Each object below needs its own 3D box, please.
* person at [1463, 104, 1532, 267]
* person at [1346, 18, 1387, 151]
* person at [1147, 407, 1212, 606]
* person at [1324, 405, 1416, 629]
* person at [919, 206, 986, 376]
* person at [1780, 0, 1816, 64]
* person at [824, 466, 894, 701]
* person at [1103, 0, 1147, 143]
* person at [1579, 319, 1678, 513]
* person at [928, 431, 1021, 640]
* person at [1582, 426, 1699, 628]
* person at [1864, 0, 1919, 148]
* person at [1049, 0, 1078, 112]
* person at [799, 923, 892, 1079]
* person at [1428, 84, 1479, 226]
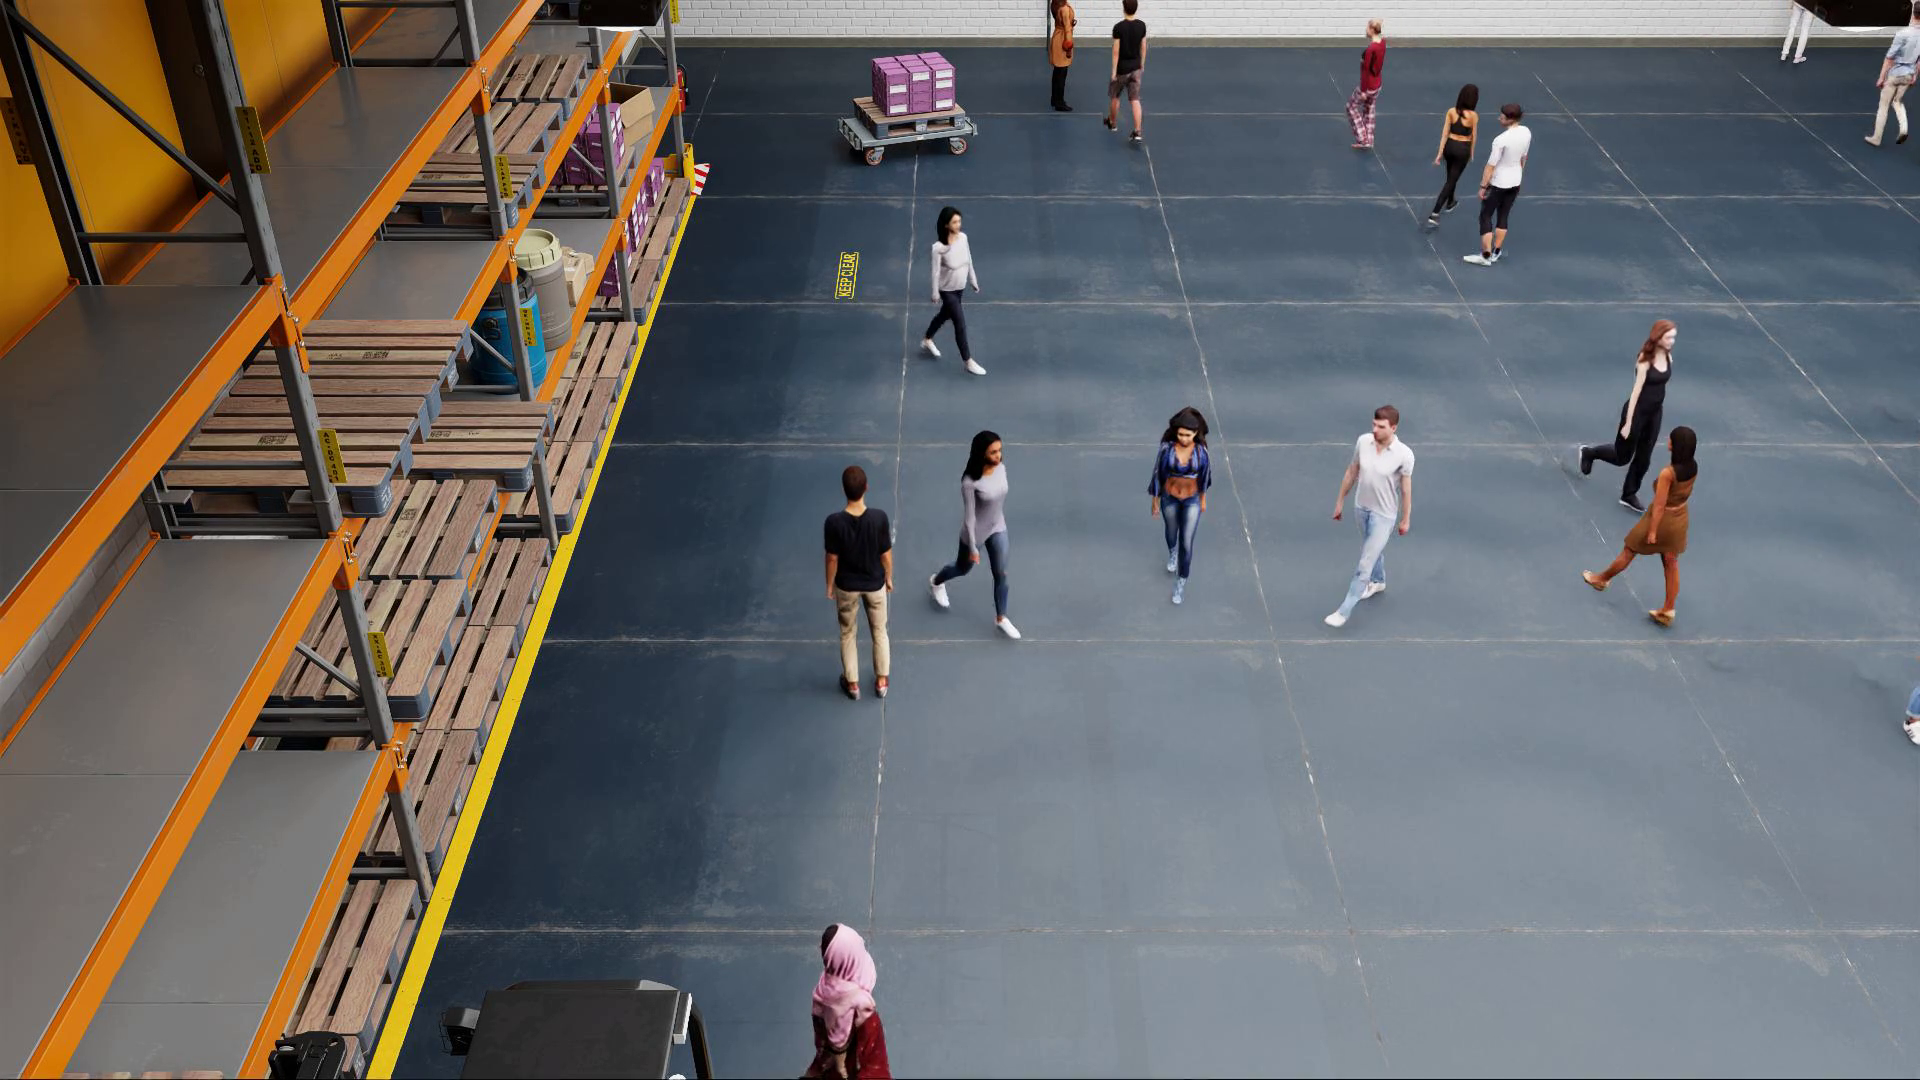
[{"bbox_3d":[6.005,-3.935,18.309,0.828,1.831,0.748,-5,34,-7],"label":"person"},{"bbox_3d":[5.296,-5.792,21.229,0.808,1.692,0.745,27,42,35],"label":"person"},{"bbox_3d":[1.738,-0.337,13.129,0.786,1.574,1.085,7,34,10],"label":"person"},{"bbox_3d":[3.247,-0.237,12.774,1.191,1.800,1.175,-26,41,-33],"label":"person"},{"bbox_3d":[-0.147,-2.474,16.269,1.094,1.656,1.113,23,40,31],"label":"person"},{"bbox_3d":[12.398,-7.866,24.369,0.683,1.671,0.737,28,42,35],"label":"person"},{"bbox_3d":[-0.704,0.328,11.885,0.676,1.843,0.639,-5,34,-8],"label":"person"},{"bbox_3d":[2.206,-6.047,21.487,0.975,1.830,1.302,-12,35,-17],"label":"person"},{"bbox_3d":[5.717,-1.103,14.143,0.898,1.726,1.070,-17,37,-24],"label":"person"},{"bbox_3d":[0.093,-0.076,12.621,1.074,1.701,1.179,-25,41,-33],"label":"person"},{"bbox_3d":[5.418,-0.061,12.640,0.925,1.655,1.080,-21,39,-28],"label":"person"},{"bbox_3d":[12.067,-5.904,21.267,0.743,1.836,0.865,-6,34,-10],"label":"person"},{"bbox_3d":[1.386,-6.720,22.600,0.792,1.720,0.617,-8,34,-12],"label":"person"},{"bbox_3d":[-0.517,2.603,8.675,0.926,1.608,0.991,12,36,18],"label":"person"},{"bbox_3d":[5.711,-4.417,19.242,1.011,1.601,1.116,24,41,32],"label":"person"}]
